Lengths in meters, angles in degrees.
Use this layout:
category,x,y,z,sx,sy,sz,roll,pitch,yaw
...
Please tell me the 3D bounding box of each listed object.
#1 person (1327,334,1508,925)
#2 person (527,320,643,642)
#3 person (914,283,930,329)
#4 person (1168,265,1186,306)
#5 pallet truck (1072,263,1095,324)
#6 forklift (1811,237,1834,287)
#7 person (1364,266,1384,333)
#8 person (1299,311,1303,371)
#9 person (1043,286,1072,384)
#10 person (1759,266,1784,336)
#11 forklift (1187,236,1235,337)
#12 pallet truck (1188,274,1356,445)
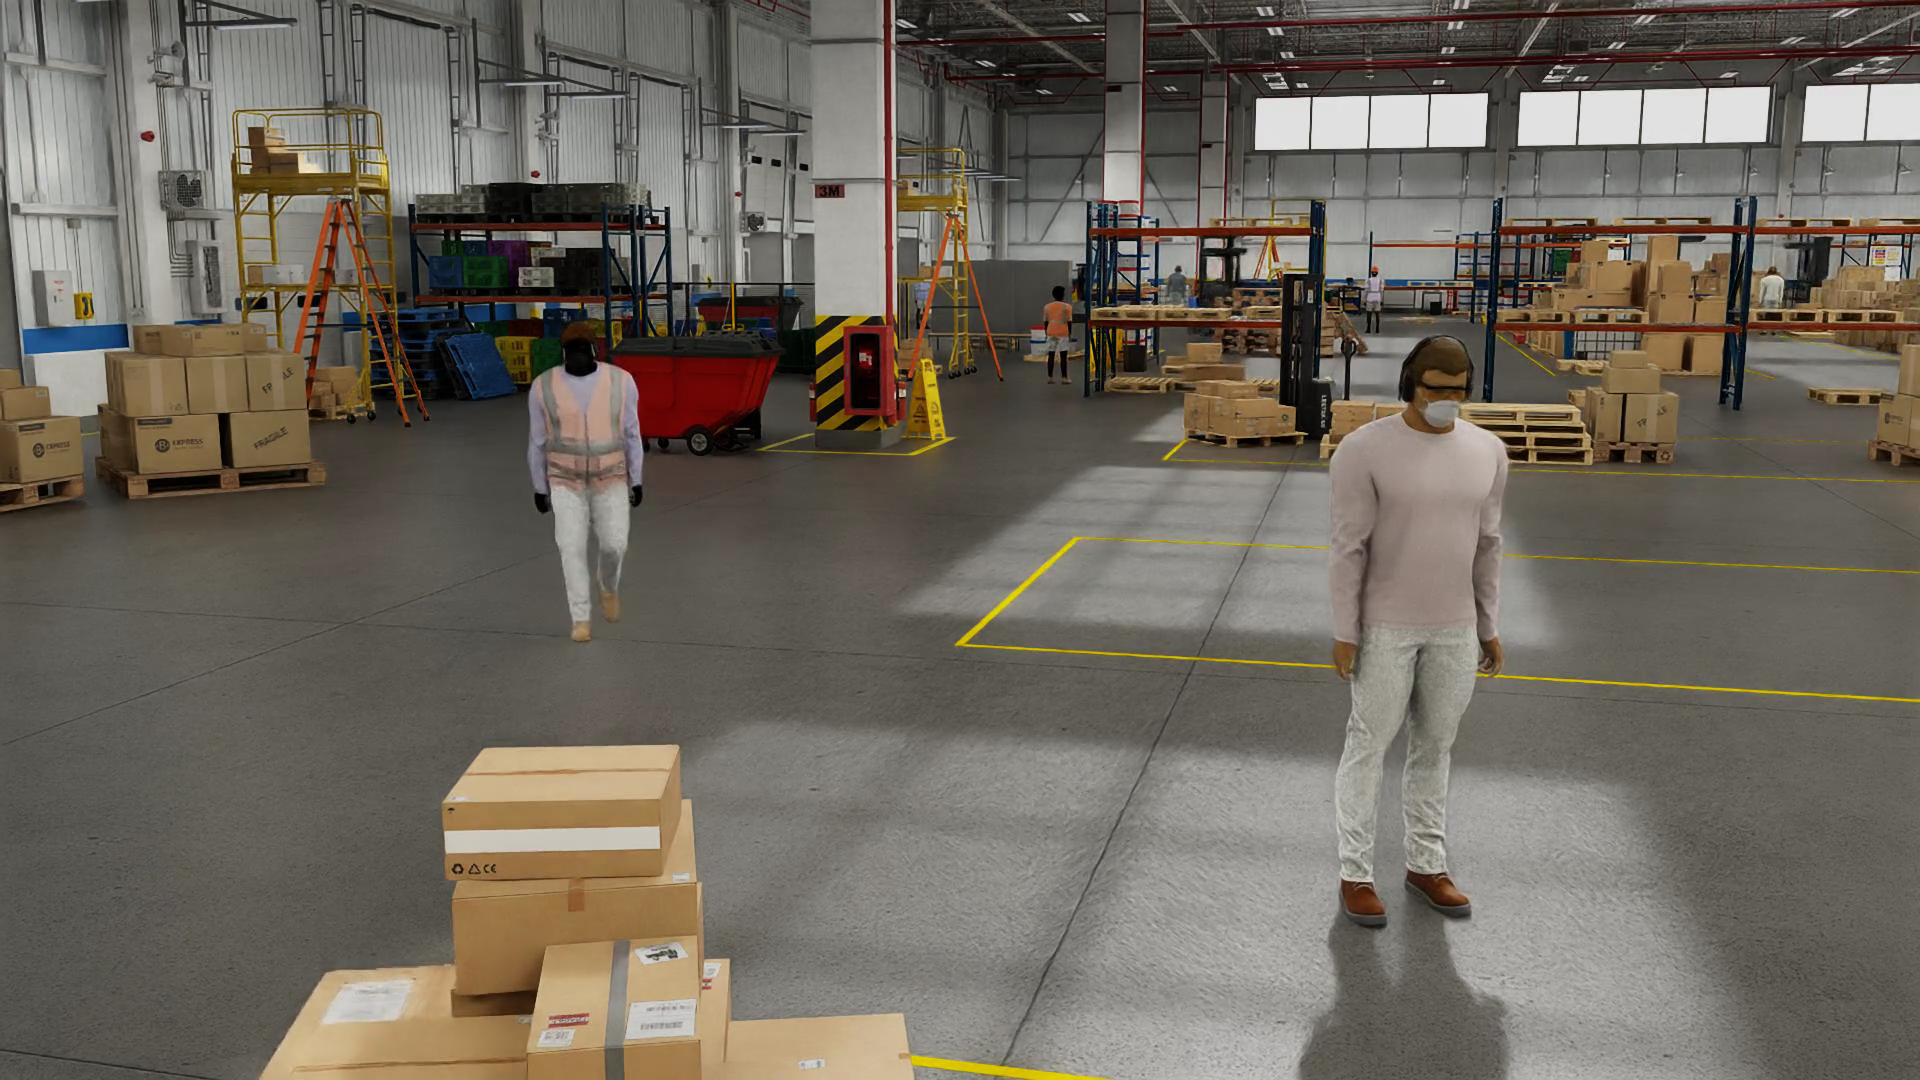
category,x,y,z,sx,sy,sz,roll,pitch,yaw
person,1.500,0.293,5.466,0.627,1.934,0.370,-2,10,-14
person,-2.136,-0.339,9.499,0.645,1.823,0.460,-2,10,-13
person,-1.135,-7.383,50.675,0.544,1.930,0.389,-6,11,-30
person,7.548,-8.593,57.854,0.632,1.905,0.465,5,11,26
pallet truck,4.325,-8.180,55.162,0.823,1.965,1.885,6,11,31
forklift,27.184,-8.181,52.571,1.873,2.768,1.129,2,10,14
person,11.948,-6.941,48.042,0.552,1.937,0.356,0,10,1
person,6.757,-4.115,32.017,0.486,1.737,0.334,-8,13,-41
person,1.690,-3.520,28.616,0.529,1.694,0.321,5,11,26
person,22.634,-6.670,46.447,0.629,1.940,0.373,1,10,7
forklift,6.998,-6.986,45.536,1.129,2.768,1.873,-1,10,-8
pallet truck,3.653,-2.138,19.590,1.885,1.965,0.823,-4,10,-20
